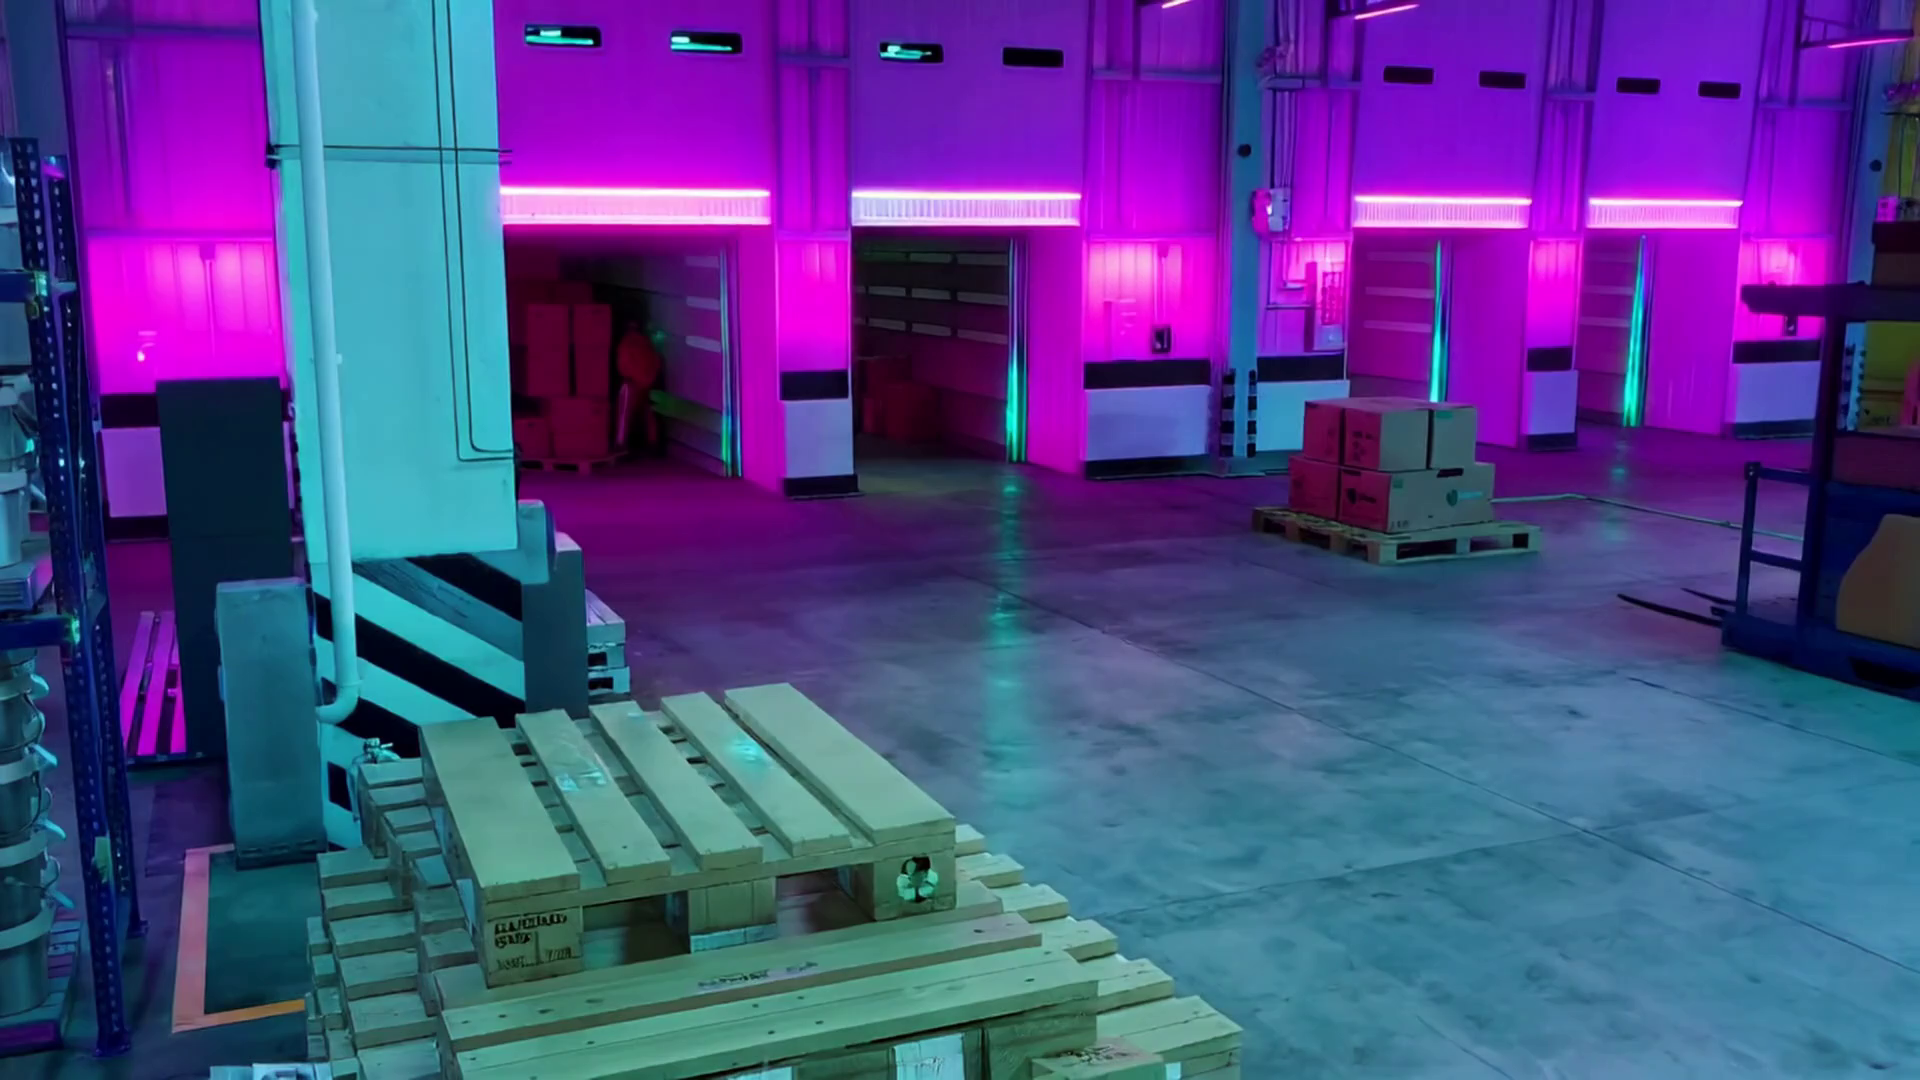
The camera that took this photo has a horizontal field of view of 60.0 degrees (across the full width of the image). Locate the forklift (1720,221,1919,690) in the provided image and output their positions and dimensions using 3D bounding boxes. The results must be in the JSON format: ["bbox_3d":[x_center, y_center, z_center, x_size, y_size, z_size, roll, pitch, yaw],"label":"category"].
[{"bbox_3d":[5.949,-0.550,10.218,1.129,2.768,1.873,-4,11,-23],"label":"forklift"}]
